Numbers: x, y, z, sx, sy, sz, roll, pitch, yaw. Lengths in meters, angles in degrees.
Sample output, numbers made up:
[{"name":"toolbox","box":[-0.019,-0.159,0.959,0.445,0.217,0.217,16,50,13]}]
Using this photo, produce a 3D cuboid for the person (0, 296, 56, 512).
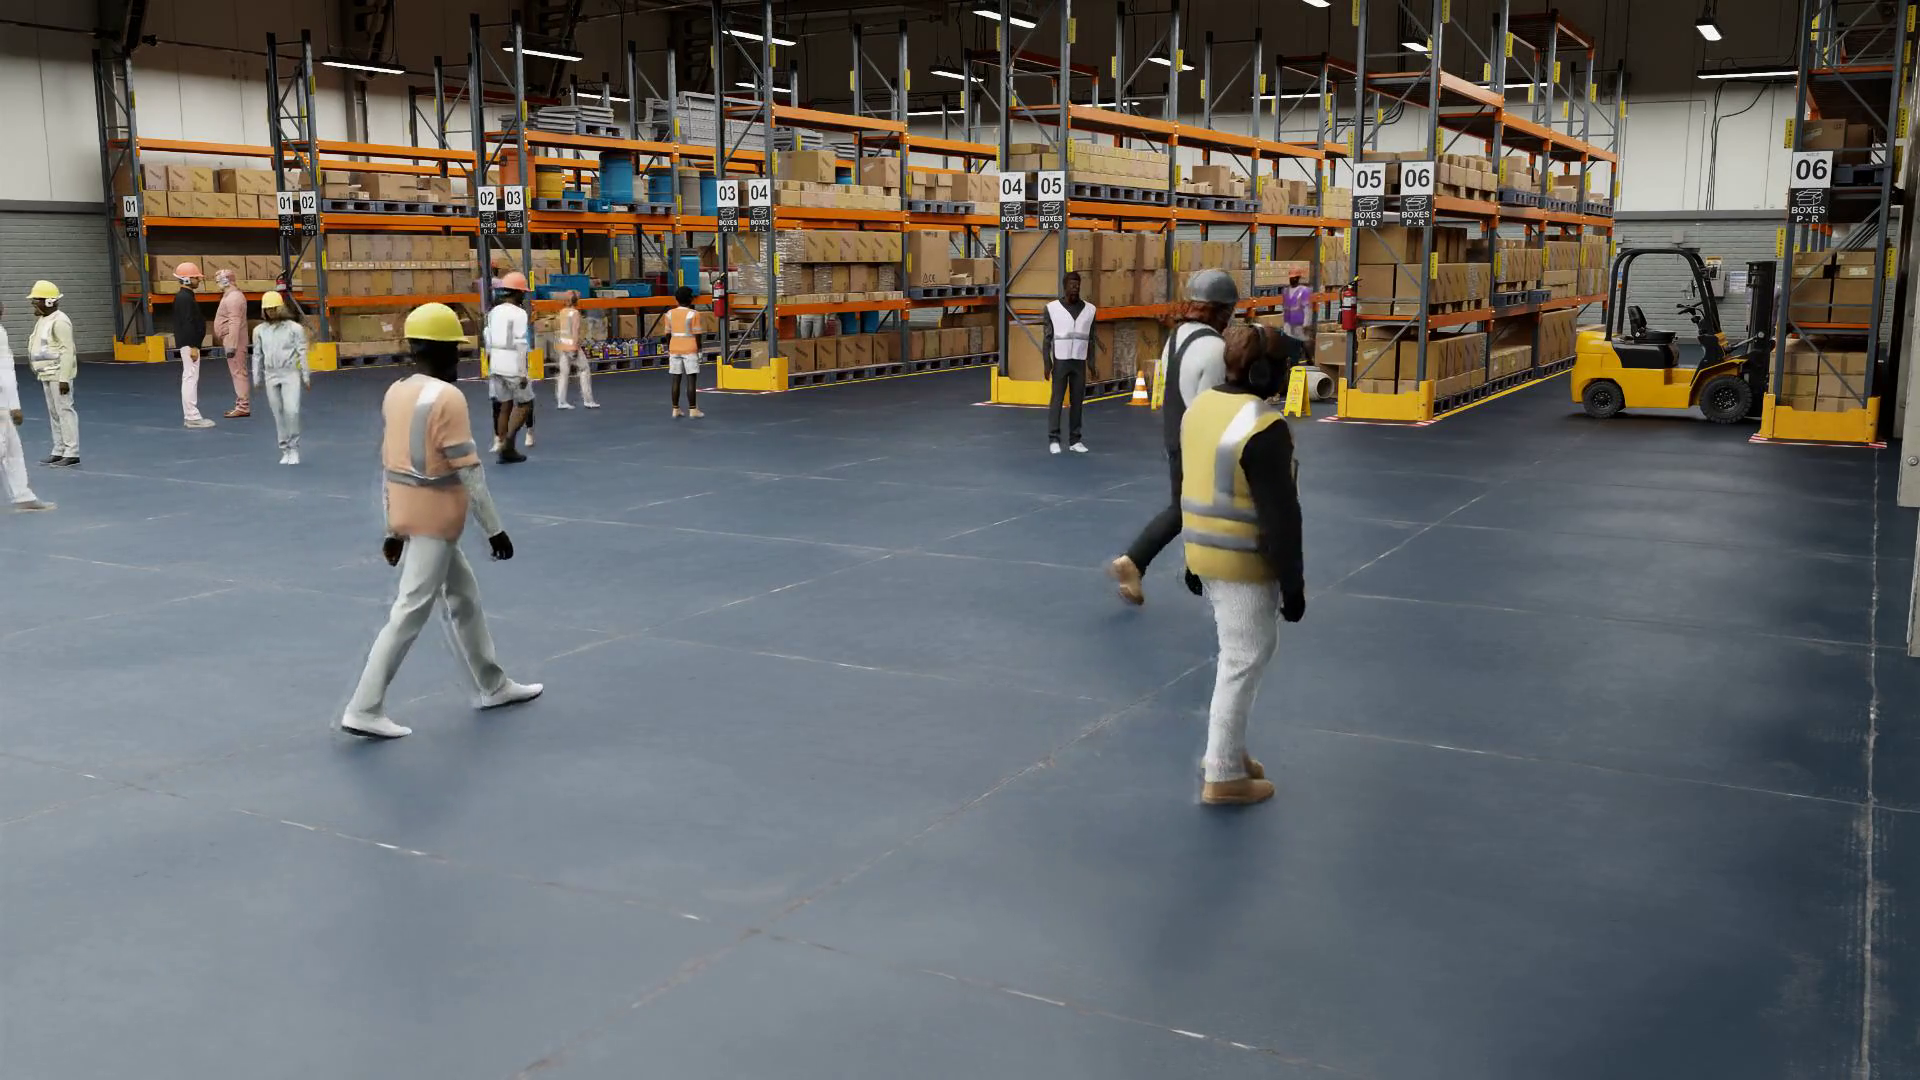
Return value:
[{"name":"person","box":[-7.734,-1.090,13.188,0.579,1.859,0.871,8,13,39]}]

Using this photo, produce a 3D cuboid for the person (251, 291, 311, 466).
[{"name":"person","box":[-6.733,-1.586,16.433,0.520,1.717,0.664,-1,10,-4]}]

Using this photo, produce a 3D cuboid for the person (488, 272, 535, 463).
[{"name":"person","box":[-4.467,-1.713,16.631,0.580,1.914,0.432,7,12,36]}]

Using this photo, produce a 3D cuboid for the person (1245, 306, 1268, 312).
[{"name":"person","box":[6.255,-4.887,35.230,0.549,1.919,0.771,6,11,31]}]

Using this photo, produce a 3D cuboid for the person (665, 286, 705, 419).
[{"name":"person","box":[-3.523,-2.401,21.290,0.538,1.698,0.320,5,11,25]}]

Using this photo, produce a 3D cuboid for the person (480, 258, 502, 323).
[{"name":"person","box":[-8.986,-4.395,32.035,0.620,2.026,0.473,6,12,32]}]

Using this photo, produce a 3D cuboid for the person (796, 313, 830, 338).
[{"name":"person","box":[-2.608,-3.918,29.524,0.622,1.932,0.369,0,10,2]}]

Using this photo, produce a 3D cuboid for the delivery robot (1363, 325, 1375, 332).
[{"name":"delivery robot","box":[9.280,-4.636,37.449,0.707,0.478,0.477,-1,10,-5]}]

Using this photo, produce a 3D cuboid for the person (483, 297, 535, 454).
[{"name":"person","box":[-4.789,-1.773,17.767,0.535,1.656,0.867,1,10,9]}]

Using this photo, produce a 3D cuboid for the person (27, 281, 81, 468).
[{"name":"person","box":[-8.903,-1.622,16.341,0.404,1.835,0.589,-9,13,-44]}]

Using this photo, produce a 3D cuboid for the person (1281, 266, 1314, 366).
[{"name":"person","box":[5.863,-3.821,28.996,0.559,1.912,0.870,9,13,43]}]

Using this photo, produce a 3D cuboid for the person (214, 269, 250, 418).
[{"name":"person","box":[-9.400,-2.532,21.476,0.406,1.903,0.636,-3,10,-18]}]

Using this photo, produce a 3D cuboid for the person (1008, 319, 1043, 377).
[{"name":"person","box":[0.962,-3.261,25.787,0.654,1.890,0.646,5,11,28]}]

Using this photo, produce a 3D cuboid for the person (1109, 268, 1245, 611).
[{"name":"person","box":[1.335,-0.573,9.593,0.846,2.000,0.675,-3,10,-19]}]

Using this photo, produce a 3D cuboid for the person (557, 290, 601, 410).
[{"name":"person","box":[-5.198,-2.580,22.577,0.686,1.612,0.522,-9,13,-42]}]

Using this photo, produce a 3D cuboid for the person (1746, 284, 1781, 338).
[{"name":"person","box":[13.944,-3.795,28.822,0.585,1.919,0.388,4,11,24]}]

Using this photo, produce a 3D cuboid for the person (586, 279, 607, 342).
[{"name":"person","box":[-7.385,-4.528,34.001,0.527,1.597,0.777,4,11,23]}]

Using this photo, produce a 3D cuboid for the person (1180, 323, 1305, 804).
[{"name":"person","box":[1.104,0.099,6.291,0.517,1.822,0.650,-3,10,-18]}]

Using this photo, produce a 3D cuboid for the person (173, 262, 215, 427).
[{"name":"person","box":[-9.343,-2.367,20.228,0.378,1.996,0.611,-5,11,-27]}]

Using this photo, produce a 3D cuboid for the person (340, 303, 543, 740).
[{"name":"person","box":[-2.321,-0.092,7.280,1.001,1.878,0.602,-8,12,-39]}]

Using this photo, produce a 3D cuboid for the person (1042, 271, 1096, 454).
[{"name":"person","box":[1.148,-1.873,17.570,0.596,1.914,0.373,-3,10,-19]}]
